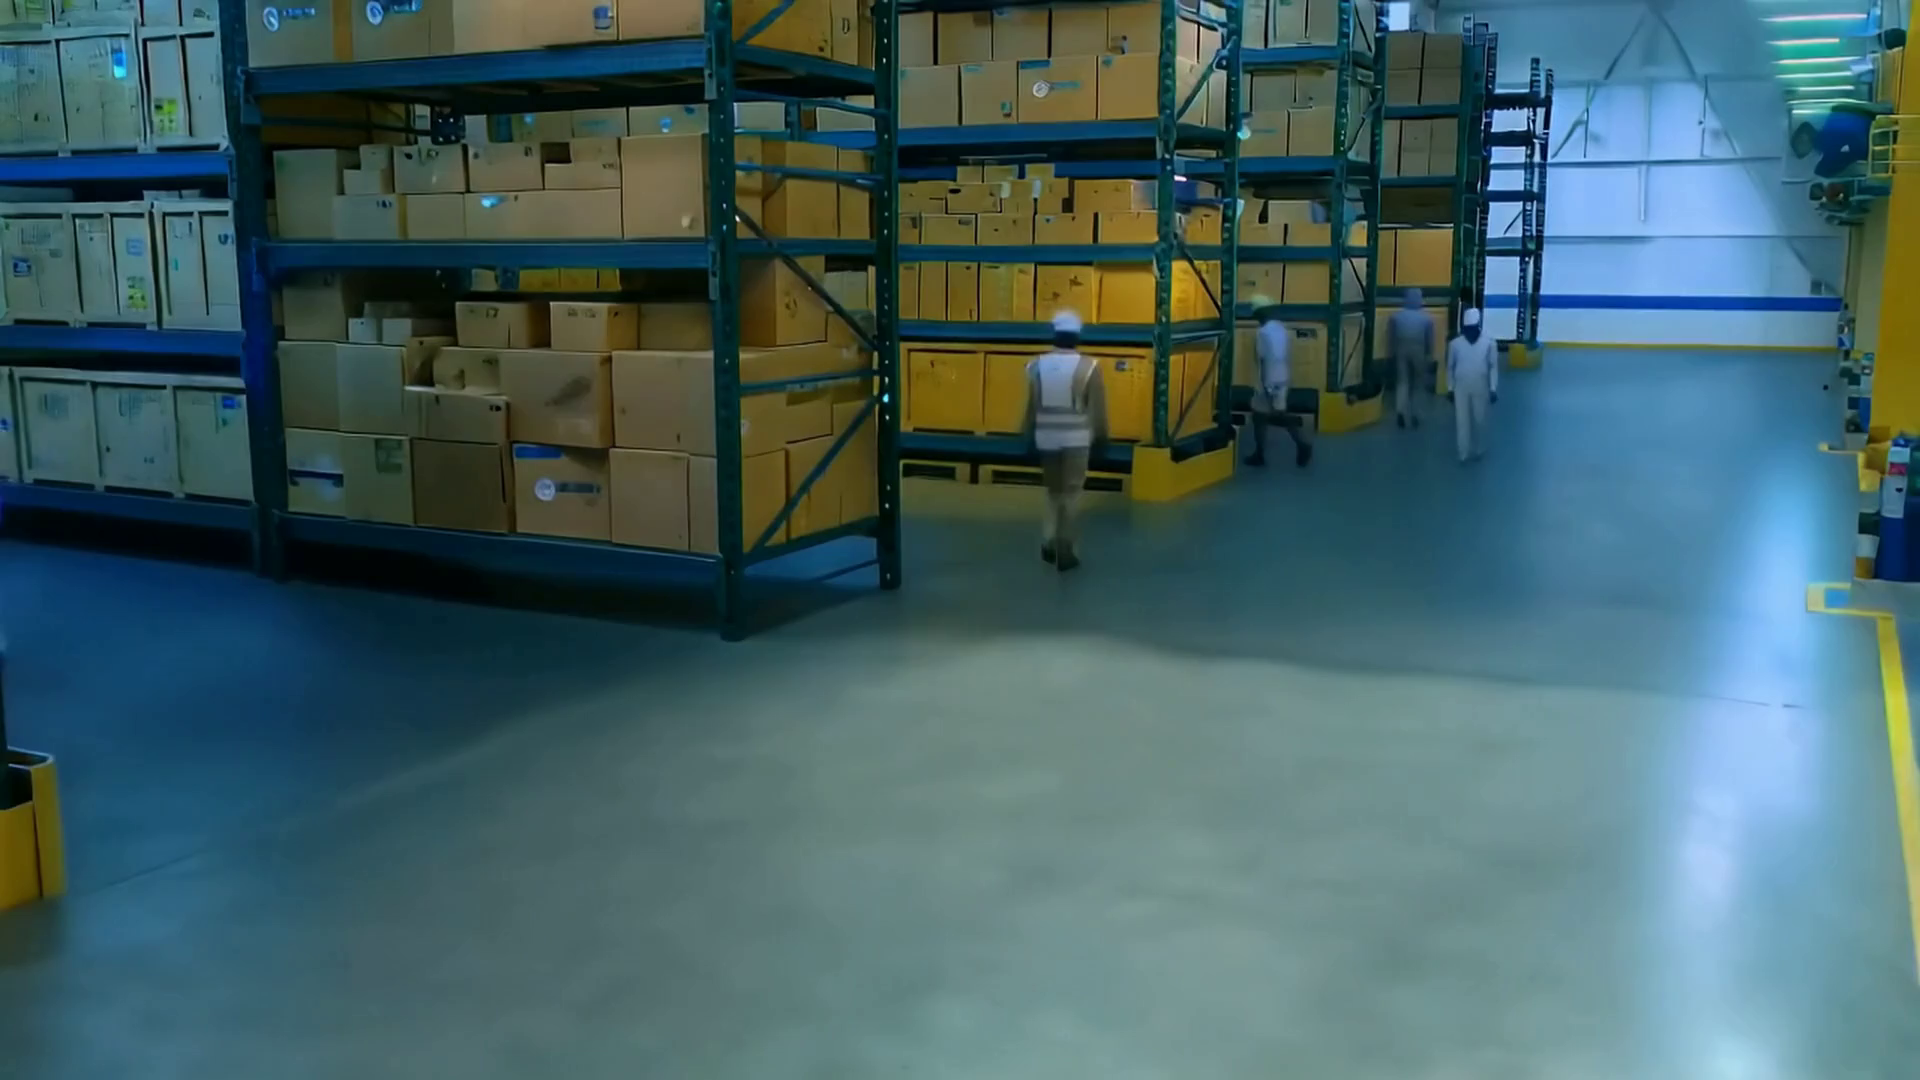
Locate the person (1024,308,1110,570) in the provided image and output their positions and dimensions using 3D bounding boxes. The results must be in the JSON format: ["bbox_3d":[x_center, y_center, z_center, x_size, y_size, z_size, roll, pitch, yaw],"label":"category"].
[{"bbox_3d":[0.803,-0.742,12.312,0.608,1.928,0.510,6,11,29],"label":"person"}]

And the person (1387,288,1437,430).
[{"bbox_3d":[5.971,-2.399,22.045,0.649,1.873,0.897,5,11,25],"label":"person"}]

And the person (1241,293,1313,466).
[{"bbox_3d":[3.451,-1.720,18.043,0.577,1.901,0.782,-9,13,-42],"label":"person"}]

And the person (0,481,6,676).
[{"bbox_3d":[-5.556,-0.102,9.199,0.647,1.725,0.499,8,13,40],"label":"person"}]

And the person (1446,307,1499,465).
[{"bbox_3d":[5.679,-1.710,18.431,0.569,1.740,0.537,4,11,22],"label":"person"}]
